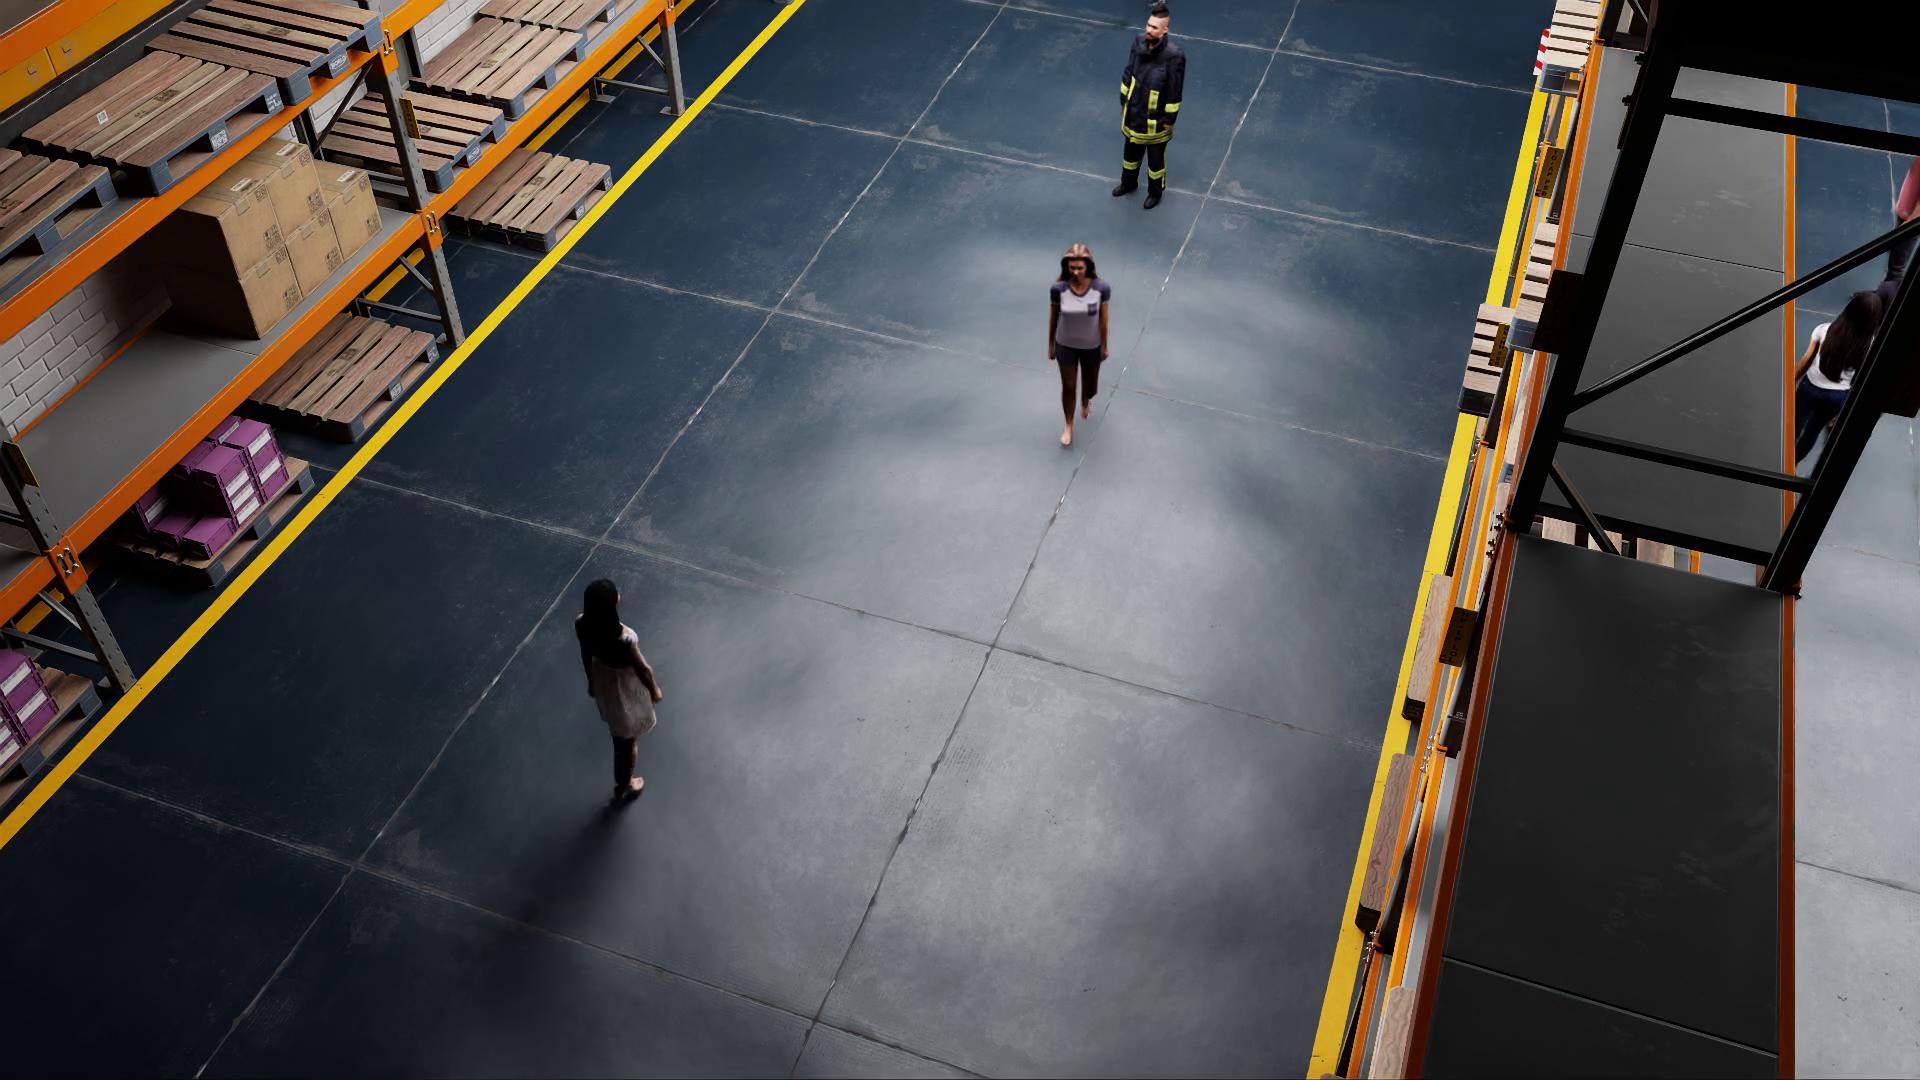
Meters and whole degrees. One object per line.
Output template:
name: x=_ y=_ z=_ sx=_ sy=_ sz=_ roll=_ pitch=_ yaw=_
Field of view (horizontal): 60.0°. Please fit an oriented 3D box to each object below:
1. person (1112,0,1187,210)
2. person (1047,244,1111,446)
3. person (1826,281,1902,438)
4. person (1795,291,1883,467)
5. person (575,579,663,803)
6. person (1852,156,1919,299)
person: x=1.683 y=-3.849 z=14.702 sx=0.846 sy=1.859 sz=0.829 roll=31 pitch=52 yaw=28
person: x=0.891 y=-1.495 z=12.336 sx=0.679 sy=1.715 sz=0.739 roll=6 pitch=44 yaw=6
person: x=6.860 y=-1.412 z=12.281 sx=0.687 sy=1.671 sz=0.616 roll=16 pitch=46 yaw=16
person: x=6.066 y=-0.961 z=11.748 sx=0.647 sy=1.753 sz=1.057 roll=18 pitch=46 yaw=18
person: x=-2.036 y=0.951 z=9.733 sx=0.681 sy=1.763 sz=0.737 roll=23 pitch=48 yaw=22
person: x=7.698 y=-2.637 z=13.360 sx=0.669 sy=1.955 sz=0.498 roll=16 pitch=46 yaw=16
